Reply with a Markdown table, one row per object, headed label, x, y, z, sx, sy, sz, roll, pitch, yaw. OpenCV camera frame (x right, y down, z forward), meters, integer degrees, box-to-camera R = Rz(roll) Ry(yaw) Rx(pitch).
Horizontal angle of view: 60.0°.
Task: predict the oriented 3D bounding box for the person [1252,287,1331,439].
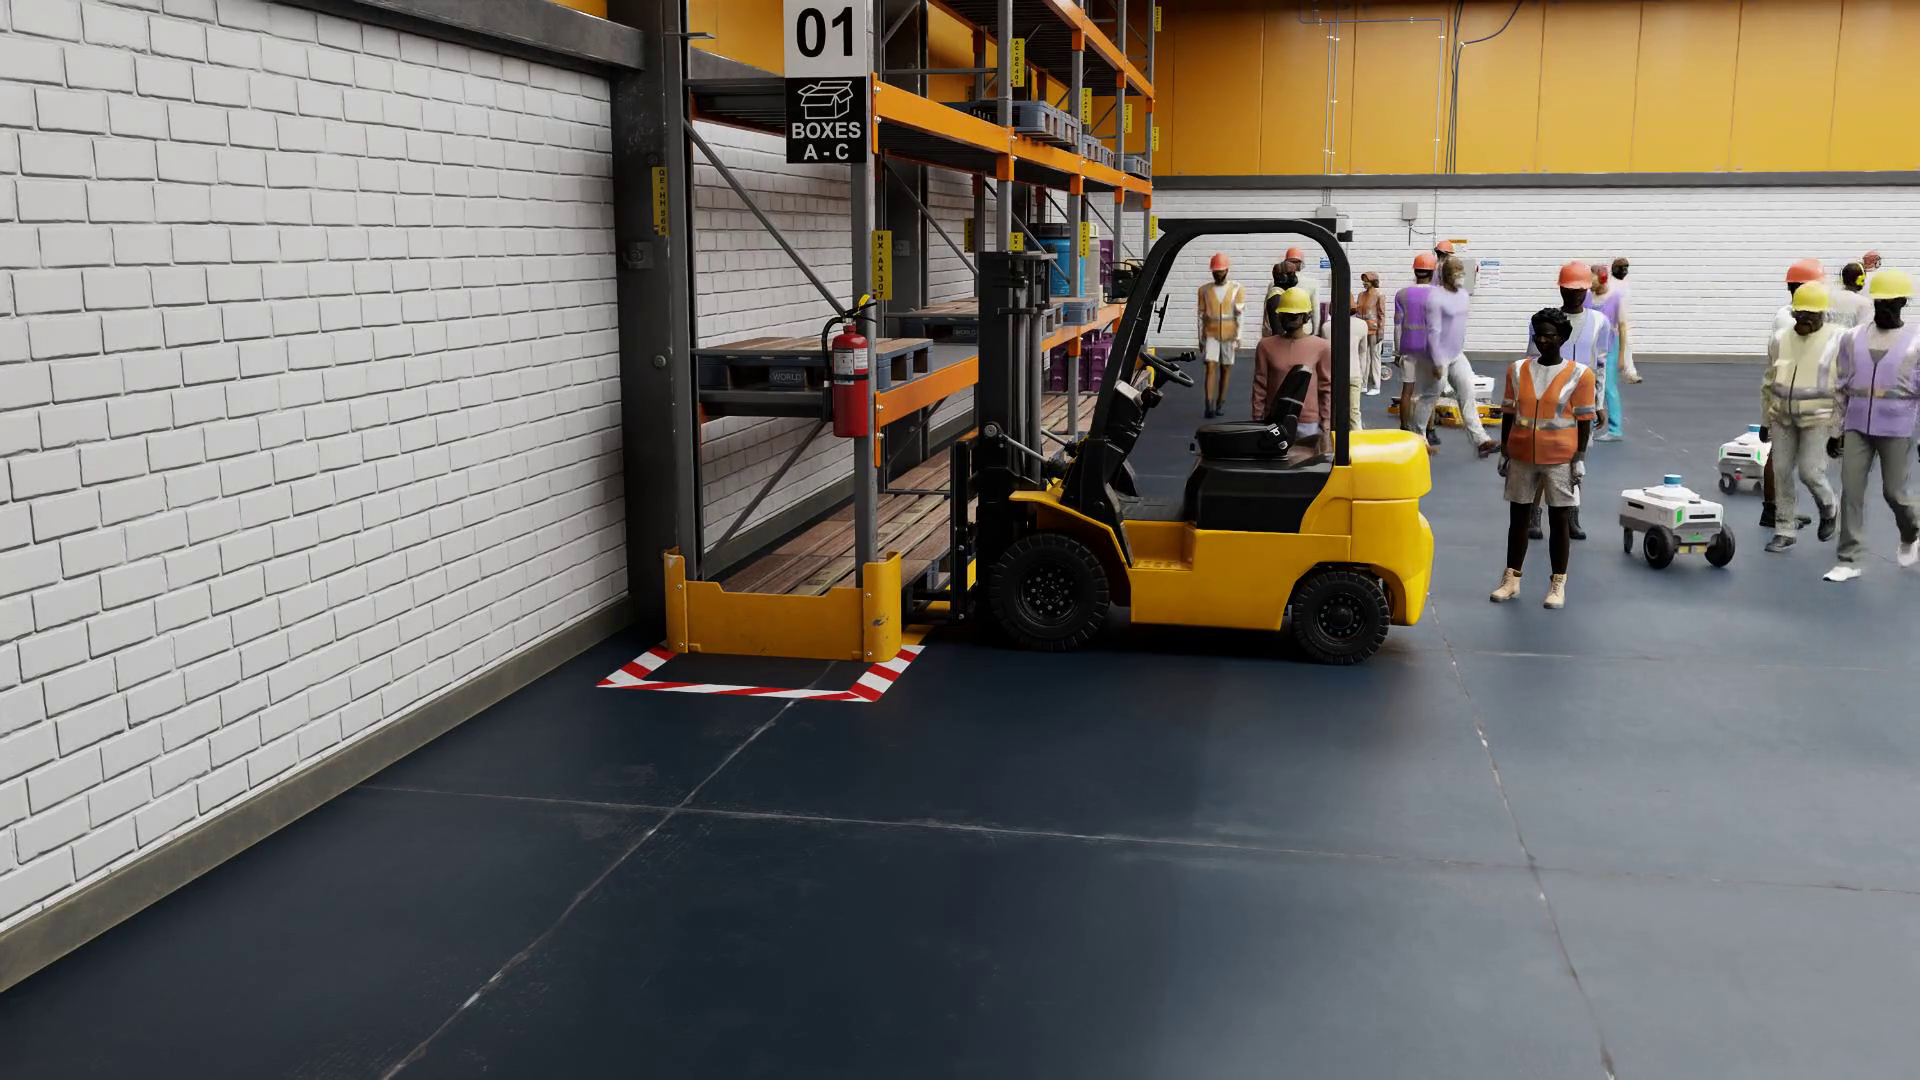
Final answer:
| label | x | y | z | sx | sy | sz | roll | pitch | yaw |
| --- | --- | --- | --- | --- | --- | --- | --- | --- | --- |
| person | 2.182 | -0.775 | 10.954 | 0.528 | 1.765 | 0.328 | 4 | 11 | 19 |

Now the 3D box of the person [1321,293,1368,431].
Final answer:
| label | x | y | z | sx | sy | sz | roll | pitch | yaw |
| --- | --- | --- | --- | --- | --- | --- | --- | --- | --- |
| person | 3.423 | -1.431 | 14.911 | 0.501 | 1.631 | 0.285 | -5 | 11 | -26 |

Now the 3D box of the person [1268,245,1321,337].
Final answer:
| label | x | y | z | sx | sy | sz | roll | pitch | yaw |
| --- | --- | --- | --- | --- | --- | --- | --- | --- | --- |
| person | 3.870 | -2.409 | 19.282 | 0.615 | 1.992 | 0.395 | 2 | 11 | 13 |

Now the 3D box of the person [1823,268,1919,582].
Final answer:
| label | x | y | z | sx | sy | sz | roll | pitch | yaw |
| --- | --- | --- | --- | --- | --- | --- | --- | --- | --- |
| person | 5.640 | -0.701 | 10.152 | 0.780 | 1.905 | 0.600 | -8 | 13 | -37 |

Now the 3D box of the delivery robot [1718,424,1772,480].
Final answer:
| label | x | y | z | sx | sy | sz | roll | pitch | yaw |
| --- | --- | --- | --- | --- | --- | --- | --- | --- | --- |
| delivery robot | 6.493 | -0.703 | 13.616 | 0.477 | 0.478 | 0.707 | 9 | 14 | 42 |

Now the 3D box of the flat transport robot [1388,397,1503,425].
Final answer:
| label | x | y | z | sx | sy | sz | roll | pitch | yaw |
| --- | --- | --- | --- | --- | --- | --- | --- | --- | --- |
| flat transport robot | 5.524 | -1.479 | 18.907 | 0.652 | 0.197 | 1.431 | -3 | 11 | -16 |

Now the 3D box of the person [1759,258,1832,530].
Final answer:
| label | x | y | z | sx | sy | sz | roll | pitch | yaw |
| --- | --- | --- | --- | --- | --- | --- | --- | --- | --- |
| person | 6.022 | -1.051 | 11.993 | 0.357 | 1.938 | 0.545 | 8 | 13 | 38 |

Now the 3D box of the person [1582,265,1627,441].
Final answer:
| label | x | y | z | sx | sy | sz | roll | pitch | yaw |
| --- | --- | --- | --- | --- | --- | --- | --- | --- | --- |
| person | 6.622 | -1.919 | 17.163 | 0.451 | 1.815 | 0.570 | -5 | 11 | -25 |

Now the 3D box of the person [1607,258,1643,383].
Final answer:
| label | x | y | z | sx | sy | sz | roll | pitch | yaw |
| --- | --- | --- | --- | --- | --- | --- | --- | --- | --- |
| person | 9.448 | -3.170 | 24.042 | 0.633 | 1.792 | 0.982 | -4 | 11 | -21 |

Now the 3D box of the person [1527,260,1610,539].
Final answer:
| label | x | y | z | sx | sy | sz | roll | pitch | yaw |
| --- | --- | --- | --- | --- | --- | --- | --- | --- | --- |
| person | 4.192 | -0.959 | 11.494 | 0.552 | 1.932 | 0.377 | 1 | 10 | 5 |

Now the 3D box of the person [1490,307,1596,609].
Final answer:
| label | x | y | z | sx | sy | sz | roll | pitch | yaw |
| --- | --- | --- | --- | --- | --- | --- | --- | --- | --- |
| person | 3.301 | -0.460 | 9.426 | 0.532 | 1.693 | 0.319 | 8 | 13 | 37 |

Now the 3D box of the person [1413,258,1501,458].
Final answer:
| label | x | y | z | sx | sy | sz | roll | pitch | yaw |
| --- | --- | --- | --- | --- | --- | --- | --- | --- | --- |
| person | 4.673 | -1.689 | 15.632 | 0.635 | 1.884 | 1.003 | -8 | 13 | -38 |

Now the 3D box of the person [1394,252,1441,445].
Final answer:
| label | x | y | z | sx | sy | sz | roll | pitch | yaw |
| --- | --- | --- | --- | --- | --- | --- | --- | --- | --- |
| person | 4.635 | -1.917 | 16.736 | 0.542 | 1.939 | 0.361 | 6 | 12 | 28 |

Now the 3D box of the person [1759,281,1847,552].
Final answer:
| label | x | y | z | sx | sy | sz | roll | pitch | yaw |
| --- | --- | --- | --- | --- | --- | --- | --- | --- | --- |
| person | 5.613 | -0.809 | 11.023 | 0.551 | 1.804 | 0.625 | -7 | 13 | -35 |

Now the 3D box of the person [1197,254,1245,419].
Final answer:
| label | x | y | z | sx | sy | sz | roll | pitch | yaw |
| --- | --- | --- | --- | --- | --- | --- | --- | --- | --- |
| person | 3.002 | -2.337 | 19.194 | 0.550 | 1.883 | 0.986 | 2 | 10 | 8 |

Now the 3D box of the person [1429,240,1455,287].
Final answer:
| label | x | y | z | sx | sy | sz | roll | pitch | yaw |
| --- | --- | --- | --- | --- | --- | --- | --- | --- | --- |
| person | 7.698 | -3.776 | 26.681 | 0.410 | 2.033 | 0.608 | -3 | 11 | -15 |

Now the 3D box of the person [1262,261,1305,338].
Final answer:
| label | x | y | z | sx | sy | sz | roll | pitch | yaw |
| --- | --- | --- | --- | --- | --- | --- | --- | --- | --- |
| person | 3.263 | -1.883 | 16.810 | 0.429 | 1.847 | 0.626 | 2 | 11 | 13 |

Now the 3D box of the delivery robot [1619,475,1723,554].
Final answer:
| label | x | y | z | sx | sy | sz | roll | pitch | yaw |
| --- | --- | --- | --- | --- | --- | --- | --- | --- | --- |
| delivery robot | 4.585 | -0.179 | 10.745 | 0.477 | 0.478 | 0.707 | -2 | 10 | -9 |

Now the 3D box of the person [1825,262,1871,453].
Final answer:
| label | x | y | z | sx | sy | sz | roll | pitch | yaw |
| --- | --- | --- | --- | --- | --- | --- | --- | --- | --- |
| person | 8.558 | -1.745 | 16.038 | 0.493 | 1.854 | 0.535 | -5 | 11 | -25 |

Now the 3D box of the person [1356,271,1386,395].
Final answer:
| label | x | y | z | sx | sy | sz | roll | pitch | yaw |
| --- | --- | --- | --- | --- | --- | --- | --- | --- | --- |
| person | 5.422 | -2.734 | 22.040 | 0.310 | 1.636 | 0.523 | -5 | 12 | -28 |

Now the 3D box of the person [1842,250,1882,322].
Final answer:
| label | x | y | z | sx | sy | sz | roll | pitch | yaw |
| --- | --- | --- | --- | --- | --- | --- | --- | --- | --- |
| person | 12.018 | -2.869 | 22.041 | 0.643 | 1.909 | 0.410 | 10 | 14 | 43 |

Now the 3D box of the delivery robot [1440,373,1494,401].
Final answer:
| label | x | y | z | sx | sy | sz | roll | pitch | yaw |
| --- | --- | --- | --- | --- | --- | --- | --- | --- | --- |
| delivery robot | 5.982 | -1.833 | 19.812 | 0.707 | 0.478 | 0.477 | -3 | 11 | -14 |

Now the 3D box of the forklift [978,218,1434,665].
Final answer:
| label | x | y | z | sx | sy | sz | roll | pitch | yaw |
| --- | --- | --- | --- | --- | --- | --- | --- | --- | --- |
| forklift | 1.285 | -0.567 | 8.635 | 2.313 | 2.155 | 1.214 | 2 | 11 | 11 |
